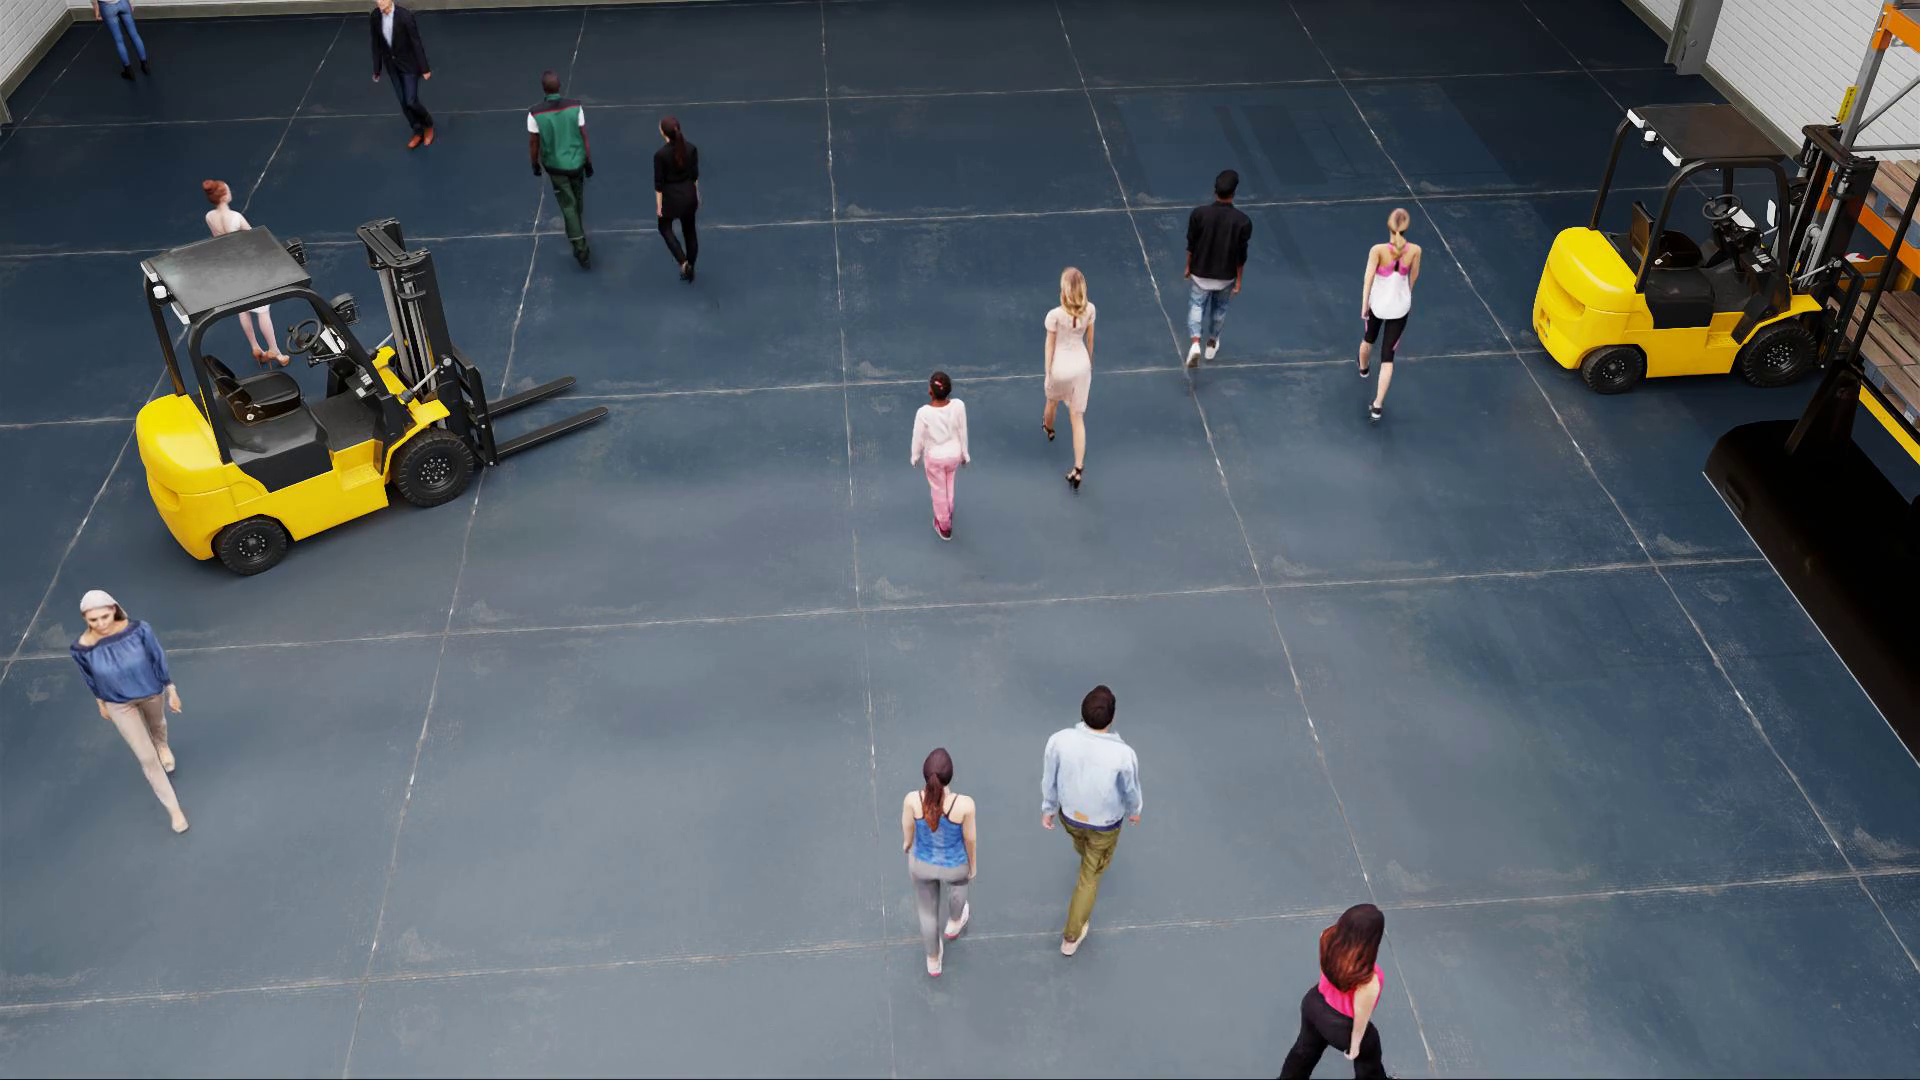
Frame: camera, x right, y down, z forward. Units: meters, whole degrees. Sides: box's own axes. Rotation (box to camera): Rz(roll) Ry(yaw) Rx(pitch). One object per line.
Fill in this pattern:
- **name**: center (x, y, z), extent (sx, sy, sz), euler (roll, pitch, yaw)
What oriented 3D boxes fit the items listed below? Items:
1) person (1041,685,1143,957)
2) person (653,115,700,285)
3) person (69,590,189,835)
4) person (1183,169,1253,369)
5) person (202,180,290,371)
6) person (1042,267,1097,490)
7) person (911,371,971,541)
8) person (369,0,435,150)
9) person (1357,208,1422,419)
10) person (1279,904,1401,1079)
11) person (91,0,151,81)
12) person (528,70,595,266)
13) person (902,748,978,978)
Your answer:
- **person**: center (0.705, 1.615, 9.321), extent (1.048, 1.766, 1.262), euler (15, 41, 18)
- **person**: center (-2.550, -3.069, 15.280), extent (0.739, 1.650, 0.772), euler (-24, 44, -27)
- **person**: center (-5.091, 0.939, 10.263), extent (0.988, 1.647, 1.231), euler (-22, 44, -26)
- **person**: center (2.145, -2.260, 14.148), extent (0.868, 1.796, 1.035), euler (9, 40, 11)
- **person**: center (-6.095, -2.260, 14.154), extent (0.635, 1.791, 0.613), euler (12, 40, 15)
- **person**: center (0.871, -1.219, 12.864), extent (0.732, 1.773, 1.174), euler (-9, 40, -11)
- **person**: center (-0.106, -0.607, 12.367), extent (0.662, 1.438, 0.720), euler (-14, 41, -17)
- **person**: center (-5.886, -5.063, 17.668), extent (0.797, 1.784, 0.776), euler (10, 40, 12)
- **person**: center (3.521, -1.825, 13.651), extent (0.743, 1.737, 1.199), euler (3, 39, 4)
- **person**: center (1.843, 2.451, 8.382), extent (0.891, 1.631, 0.985), euler (-19, 42, -22)
- **person**: center (-9.712, -6.123, 19.116), extent (0.722, 1.633, 0.670), euler (29, 47, 32)
- **person**: center (-3.701, -3.461, 15.663), extent (0.975, 1.785, 1.299), euler (-16, 41, -20)
- **person**: center (-0.123, 1.830, 9.191), extent (0.655, 1.593, 0.790), euler (3, 39, 3)
